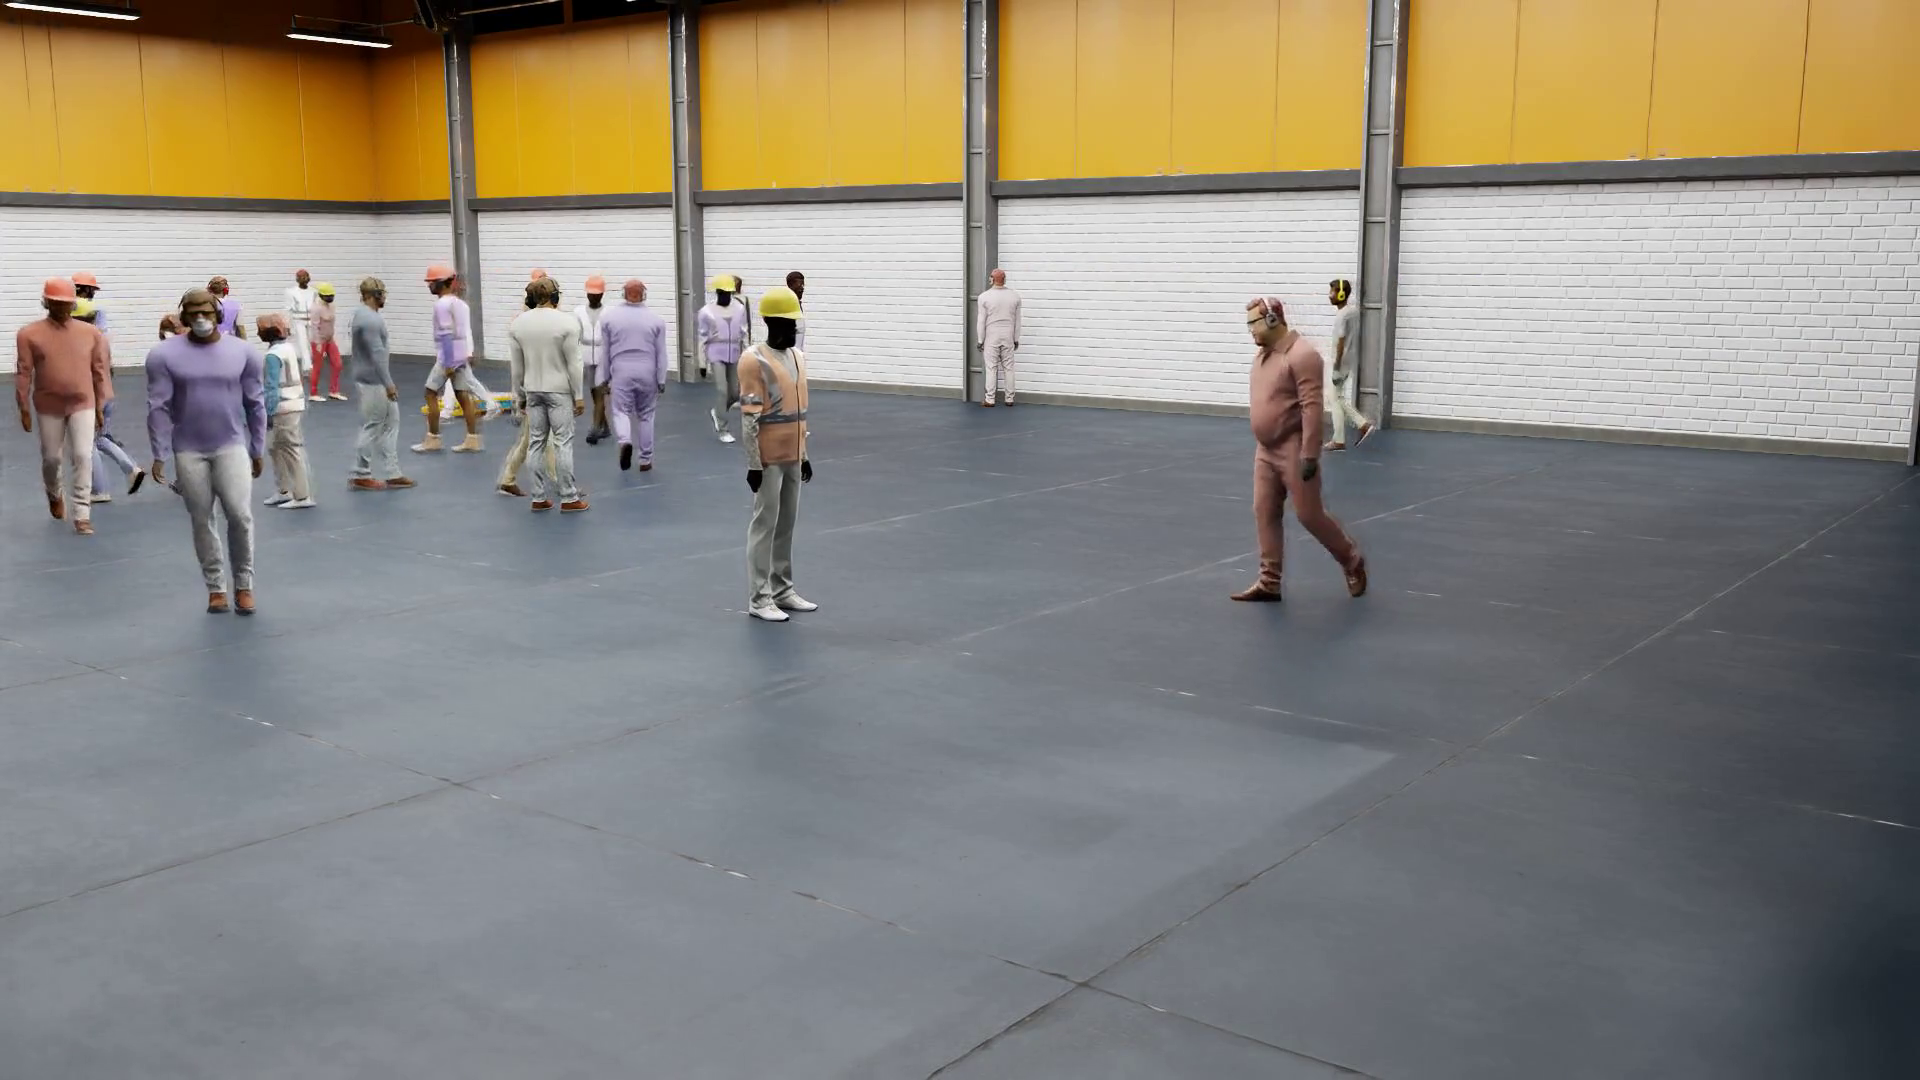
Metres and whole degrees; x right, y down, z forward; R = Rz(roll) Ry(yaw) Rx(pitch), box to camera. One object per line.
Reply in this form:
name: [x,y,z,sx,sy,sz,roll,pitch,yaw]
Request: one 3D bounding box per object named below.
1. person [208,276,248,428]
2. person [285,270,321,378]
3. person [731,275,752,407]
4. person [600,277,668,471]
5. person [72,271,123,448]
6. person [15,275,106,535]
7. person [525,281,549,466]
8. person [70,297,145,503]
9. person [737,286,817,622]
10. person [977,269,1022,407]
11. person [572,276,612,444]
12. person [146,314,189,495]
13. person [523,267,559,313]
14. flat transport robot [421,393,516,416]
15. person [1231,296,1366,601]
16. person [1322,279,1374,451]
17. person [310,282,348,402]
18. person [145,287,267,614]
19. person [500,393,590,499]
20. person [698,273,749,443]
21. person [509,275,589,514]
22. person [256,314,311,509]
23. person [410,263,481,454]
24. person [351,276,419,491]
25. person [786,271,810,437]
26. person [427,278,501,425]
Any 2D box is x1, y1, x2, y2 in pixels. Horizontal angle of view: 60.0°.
person: [-8.917,-2.258,20.113,0.570,1.845,0.380,-2,10,-12]
person: [-11.147,-3.678,28.414,0.609,1.828,0.965,-8,13,-39]
person: [-3.009,-2.732,22.928,0.584,1.831,0.532,6,11,31]
person: [-3.135,-1.579,16.030,0.653,1.891,0.623,-2,10,-10]
person: [-9.410,-1.932,17.978,0.542,1.929,0.374,1,10,5]
person: [-6.883,-1.046,12.742,0.621,1.963,0.888,-7,12,-35]
person: [-4.184,-1.653,16.607,0.429,1.844,0.627,-2,10,-11]
person: [-7.308,-1.178,14.093,0.471,1.751,0.543,1,10,4]
person: [-1.040,-0.501,9.650,0.375,1.925,0.595,5,11,26]
person: [0.526,-2.791,23.033,0.642,1.913,0.409,-4,10,-20]
person: [-4.111,-2.029,18.729,0.578,1.869,1.052,1,10,3]
person: [-6.840,-1.173,14.547,0.502,1.578,0.910,0,10,2]
person: [-6.179,-3.057,24.565,0.537,1.914,0.517,-2,10,-9]
flat transport robot: [-6.367,-1.821,22.149,0.652,0.197,1.431,8,12,37]
person: [2.068,-0.543,10.113,0.773,1.863,0.704,-4,11,-22]
person: [4.140,-1.864,17.810,0.484,1.851,0.546,4,10,21]
person: [-9.095,-2.821,23.773,0.622,1.706,0.548,3,10,17]
person: [-4.360,-0.501,9.669,0.633,1.915,0.598,-4,10,-21]
person: [-3.629,-1.132,14.345,0.897,1.580,0.503,2,10,10]
person: [-2.700,-2.065,18.832,0.589,1.901,0.672,-7,12,-35]
person: [-3.346,-1.177,13.552,0.627,1.940,0.375,3,10,17]
person: [-5.669,-1.056,13.745,0.541,1.616,0.537,-1,10,-8]
person: [-5.500,-1.907,17.579,0.854,2.009,0.610,1,10,4]
person: [-5.174,-1.389,14.841,0.521,1.909,0.697,-3,10,-17]
person: [-1.945,-2.137,19.212,0.399,1.915,0.589,1,10,5]
person: [-6.229,-2.373,20.858,0.971,1.834,0.616,-7,12,-36]
